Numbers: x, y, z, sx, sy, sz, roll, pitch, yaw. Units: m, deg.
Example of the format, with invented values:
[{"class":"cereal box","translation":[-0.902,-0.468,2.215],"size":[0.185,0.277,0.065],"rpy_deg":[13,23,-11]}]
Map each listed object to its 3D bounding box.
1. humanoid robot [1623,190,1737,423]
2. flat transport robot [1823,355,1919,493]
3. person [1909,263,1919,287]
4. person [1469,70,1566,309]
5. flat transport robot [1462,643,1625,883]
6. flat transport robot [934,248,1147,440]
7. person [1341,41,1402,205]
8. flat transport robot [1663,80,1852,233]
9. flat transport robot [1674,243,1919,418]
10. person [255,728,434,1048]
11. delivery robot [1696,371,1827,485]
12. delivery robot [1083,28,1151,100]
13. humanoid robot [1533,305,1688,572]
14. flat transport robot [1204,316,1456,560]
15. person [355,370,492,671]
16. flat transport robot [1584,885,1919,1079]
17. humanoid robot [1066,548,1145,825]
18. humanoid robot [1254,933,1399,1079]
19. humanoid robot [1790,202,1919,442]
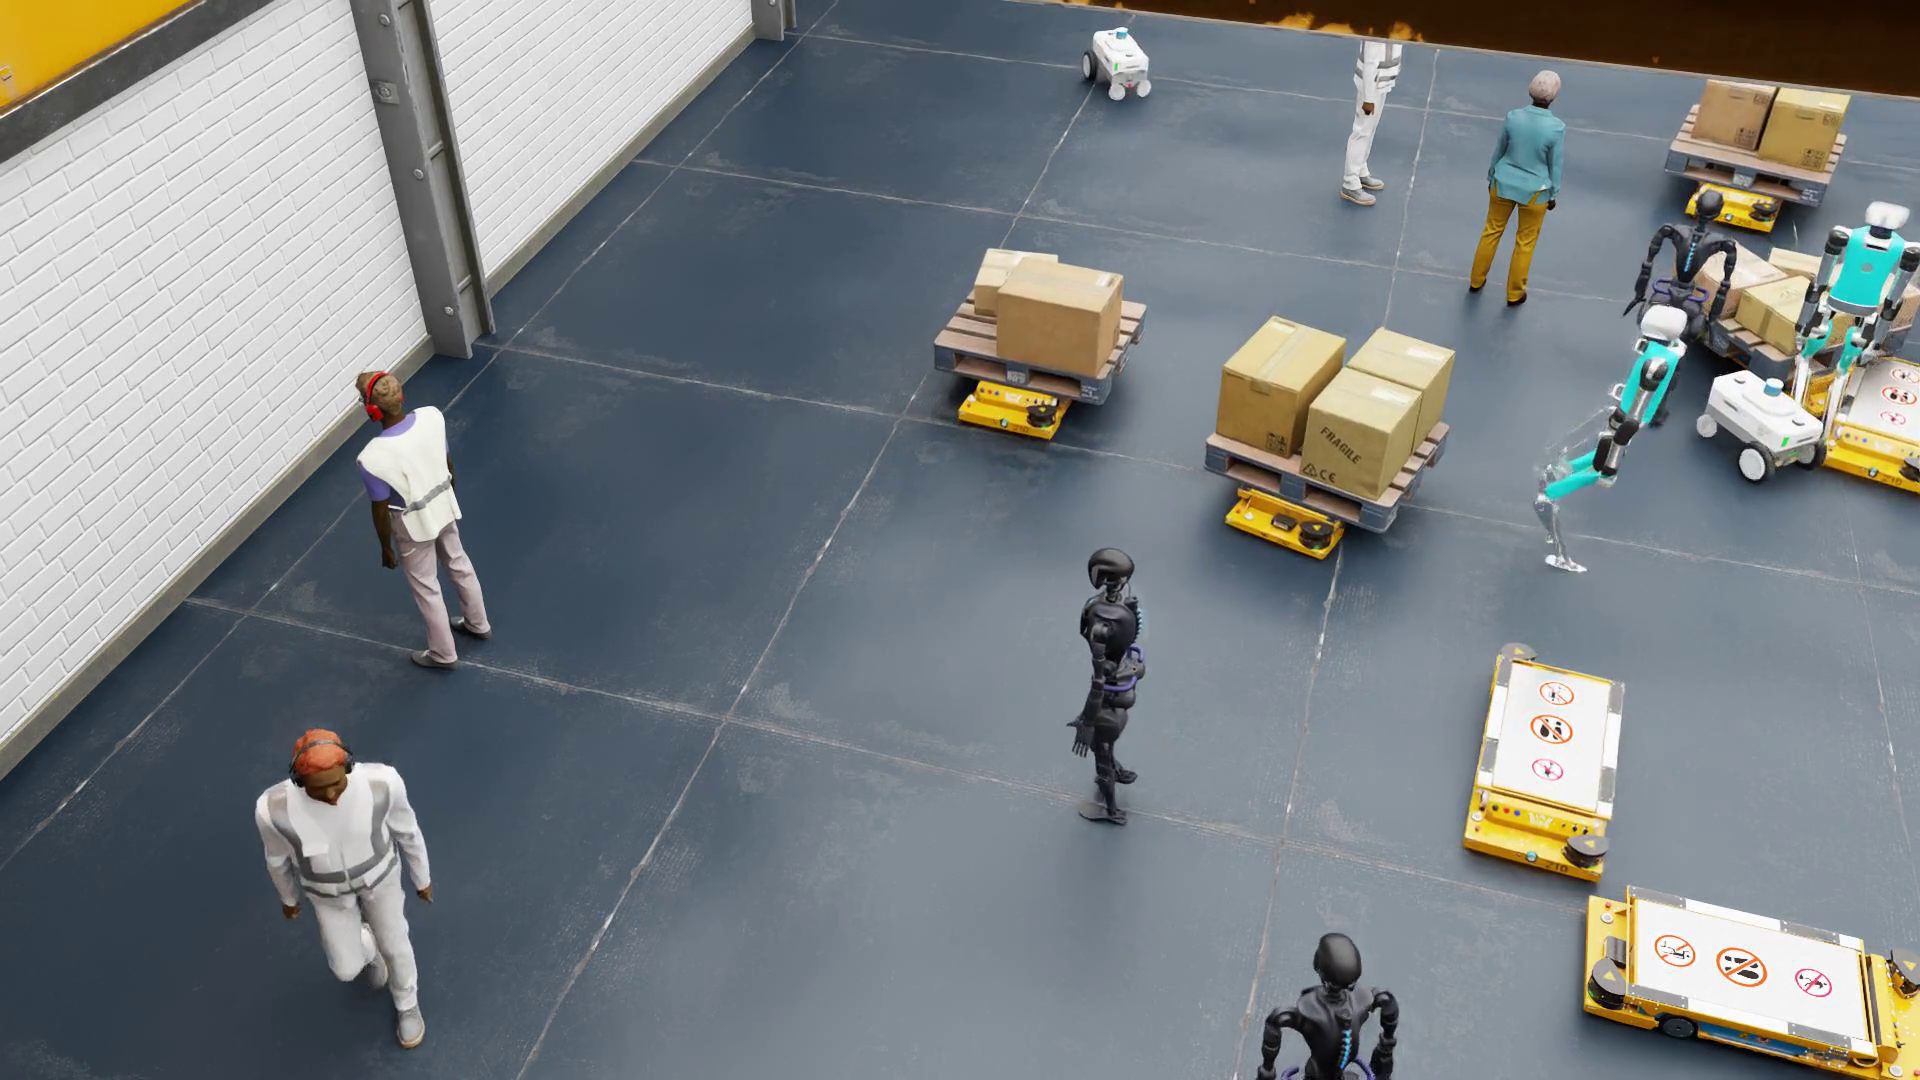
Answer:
[{"class":"humanoid robot","translation":[4.616,-1.504,10.751],"size":[0.585,1.652,0.349],"rpy_deg":[19,43,22]},{"class":"flat transport robot","translation":[6.190,-0.825,11.031],"size":[0.659,0.231,1.431],"rpy_deg":[22,44,25]},{"class":"person","translation":[7.254,-2.469,11.986],"size":[0.527,1.632,0.324],"rpy_deg":[26,45,28]},{"class":"person","translation":[4.042,-2.520,11.962],"size":[0.527,1.749,0.342],"rpy_deg":[28,47,30]},{"class":"flat transport robot","translation":[3.043,1.115,8.617],"size":[0.659,0.231,1.431],"rpy_deg":[13,41,16]},{"class":"flat transport robot","translation":[0.549,-1.207,11.506],"size":[0.659,0.231,1.431],"rpy_deg":[14,41,17]},{"class":"person","translation":[3.309,-3.611,13.209],"size":[0.356,1.882,0.573],"rpy_deg":[17,42,20]},{"class":"flat transport robot","translation":[6.483,-2.974,13.704],"size":[0.659,0.231,1.431],"rpy_deg":[20,43,23]},{"class":"flat transport robot","translation":[5.740,-1.352,11.686],"size":[0.659,0.231,1.431],"rpy_deg":[-14,41,-17]},{"class":"person","translation":[-2.537,1.413,6.970],"size":[0.621,1.863,0.505],"rpy_deg":[-15,41,-17]},{"class":"delivery robot","translation":[5.173,-0.756,10.716],"size":[0.499,0.593,0.789],"rpy_deg":[-14,41,-17]},{"class":"delivery robot","translation":[1.469,-4.403,15.265],"size":[0.525,0.610,0.781],"rpy_deg":[-8,40,-10]},{"class":"humanoid robot","translation":[3.621,-0.562,9.559],"size":[0.667,1.823,0.539],"rpy_deg":[18,42,22]},{"class":"flat transport robot","translation":[2.296,-0.415,10.520],"size":[0.659,0.231,1.431],"rpy_deg":[23,44,26]},{"class":"person","translation":[-2.857,-0.090,8.870],"size":[0.390,1.836,0.559],"rpy_deg":[18,42,21]},{"class":"flat transport robot","translation":[3.583,2.009,7.506],"size":[1.431,0.231,0.659],"rpy_deg":[11,40,14]},{"class":"humanoid robot","translation":[0.705,0.726,7.978],"size":[0.354,1.649,0.609],"rpy_deg":[11,40,13]},{"class":"humanoid robot","translation":[1.362,2.118,6.260],"size":[0.609,1.641,0.415],"rpy_deg":[-9,40,-11]},{"class":"humanoid robot","translation":[5.596,-1.389,10.552],"size":[0.537,1.787,0.656],"rpy_deg":[18,42,21]}]
